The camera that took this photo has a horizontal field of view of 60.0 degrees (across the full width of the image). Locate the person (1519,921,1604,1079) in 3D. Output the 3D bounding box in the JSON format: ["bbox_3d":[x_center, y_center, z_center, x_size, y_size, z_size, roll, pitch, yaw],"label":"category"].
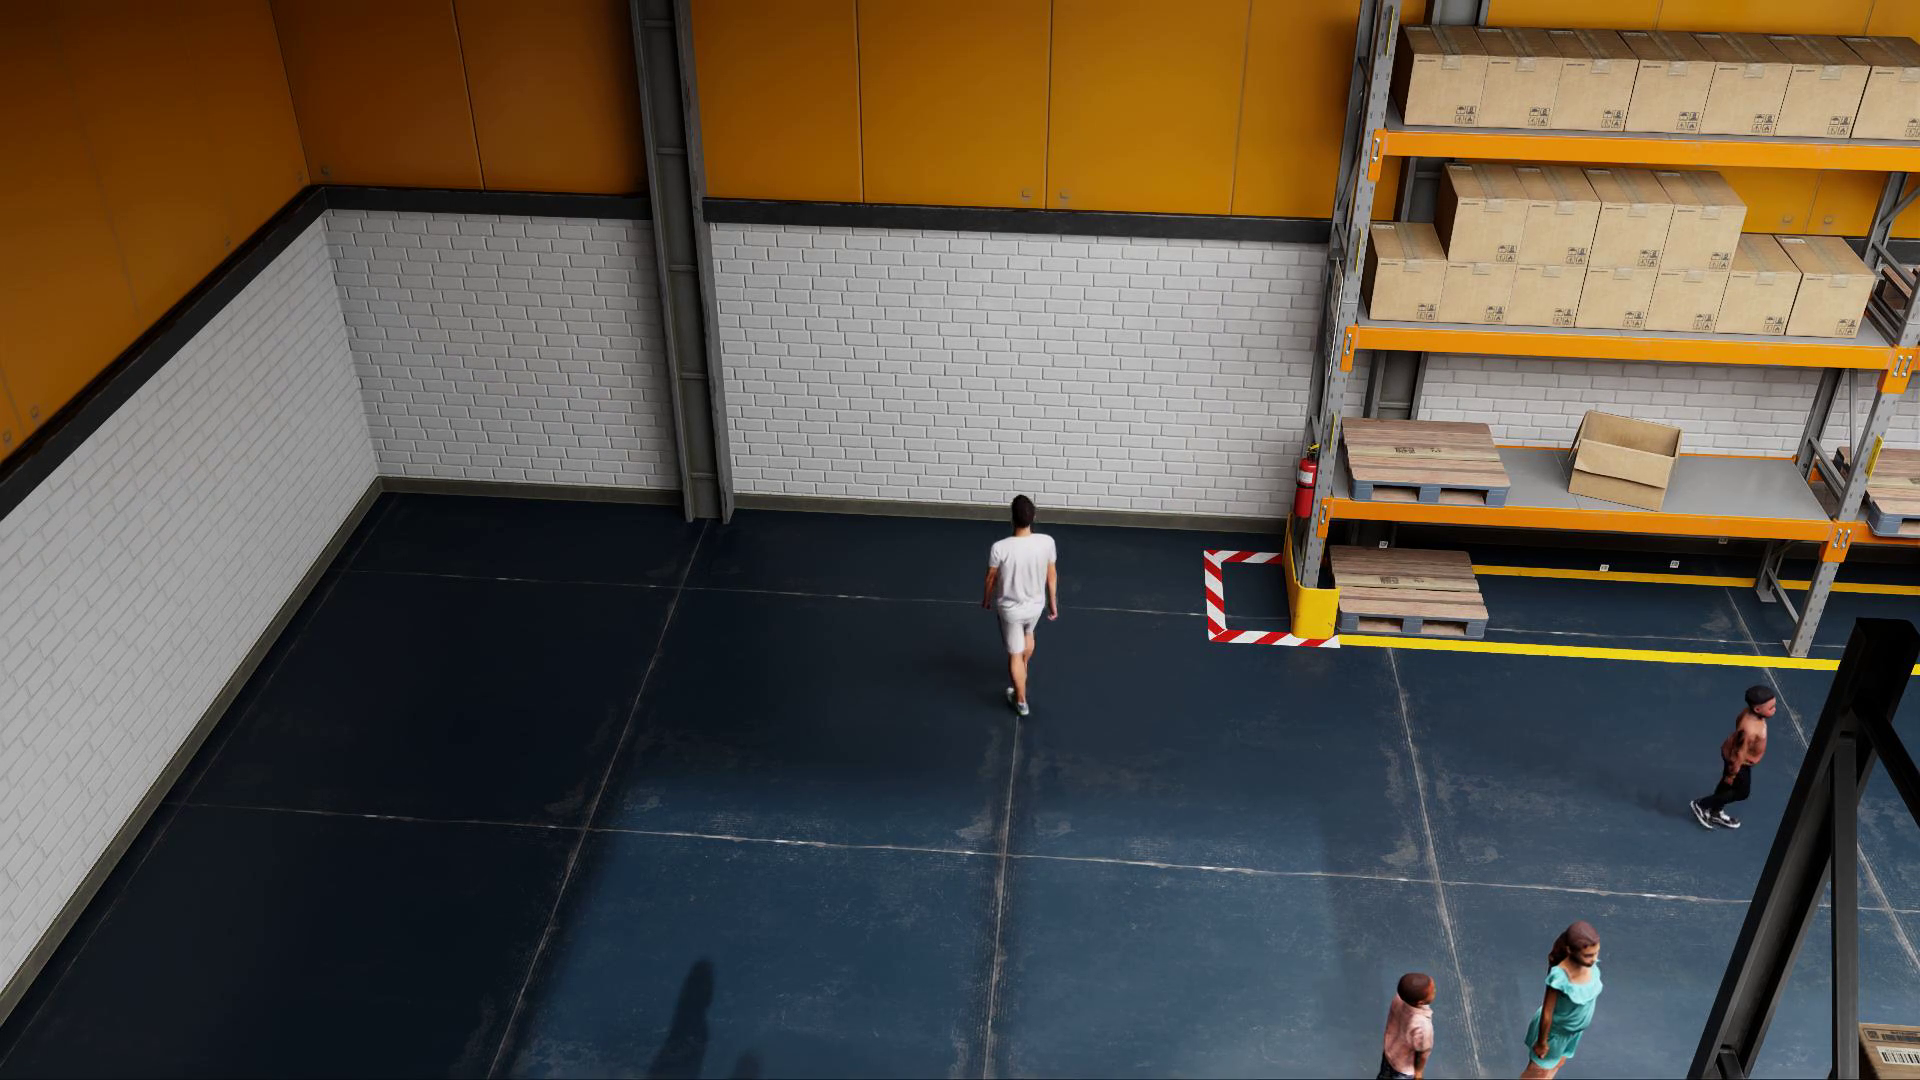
[{"bbox_3d":[3.406,2.750,9.449,0.637,1.558,0.705,-22,39,-29],"label":"person"}]

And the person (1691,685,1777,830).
[{"bbox_3d":[5.374,1.498,11.614,0.663,1.247,0.615,15,36,21],"label":"person"}]

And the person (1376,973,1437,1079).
[{"bbox_3d":[2.509,2.921,9.420,0.565,1.307,0.556,-8,34,-11],"label":"person"}]

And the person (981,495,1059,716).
[{"bbox_3d":[0.482,0.538,12.529,0.976,1.833,0.962,-11,35,-15],"label":"person"}]
